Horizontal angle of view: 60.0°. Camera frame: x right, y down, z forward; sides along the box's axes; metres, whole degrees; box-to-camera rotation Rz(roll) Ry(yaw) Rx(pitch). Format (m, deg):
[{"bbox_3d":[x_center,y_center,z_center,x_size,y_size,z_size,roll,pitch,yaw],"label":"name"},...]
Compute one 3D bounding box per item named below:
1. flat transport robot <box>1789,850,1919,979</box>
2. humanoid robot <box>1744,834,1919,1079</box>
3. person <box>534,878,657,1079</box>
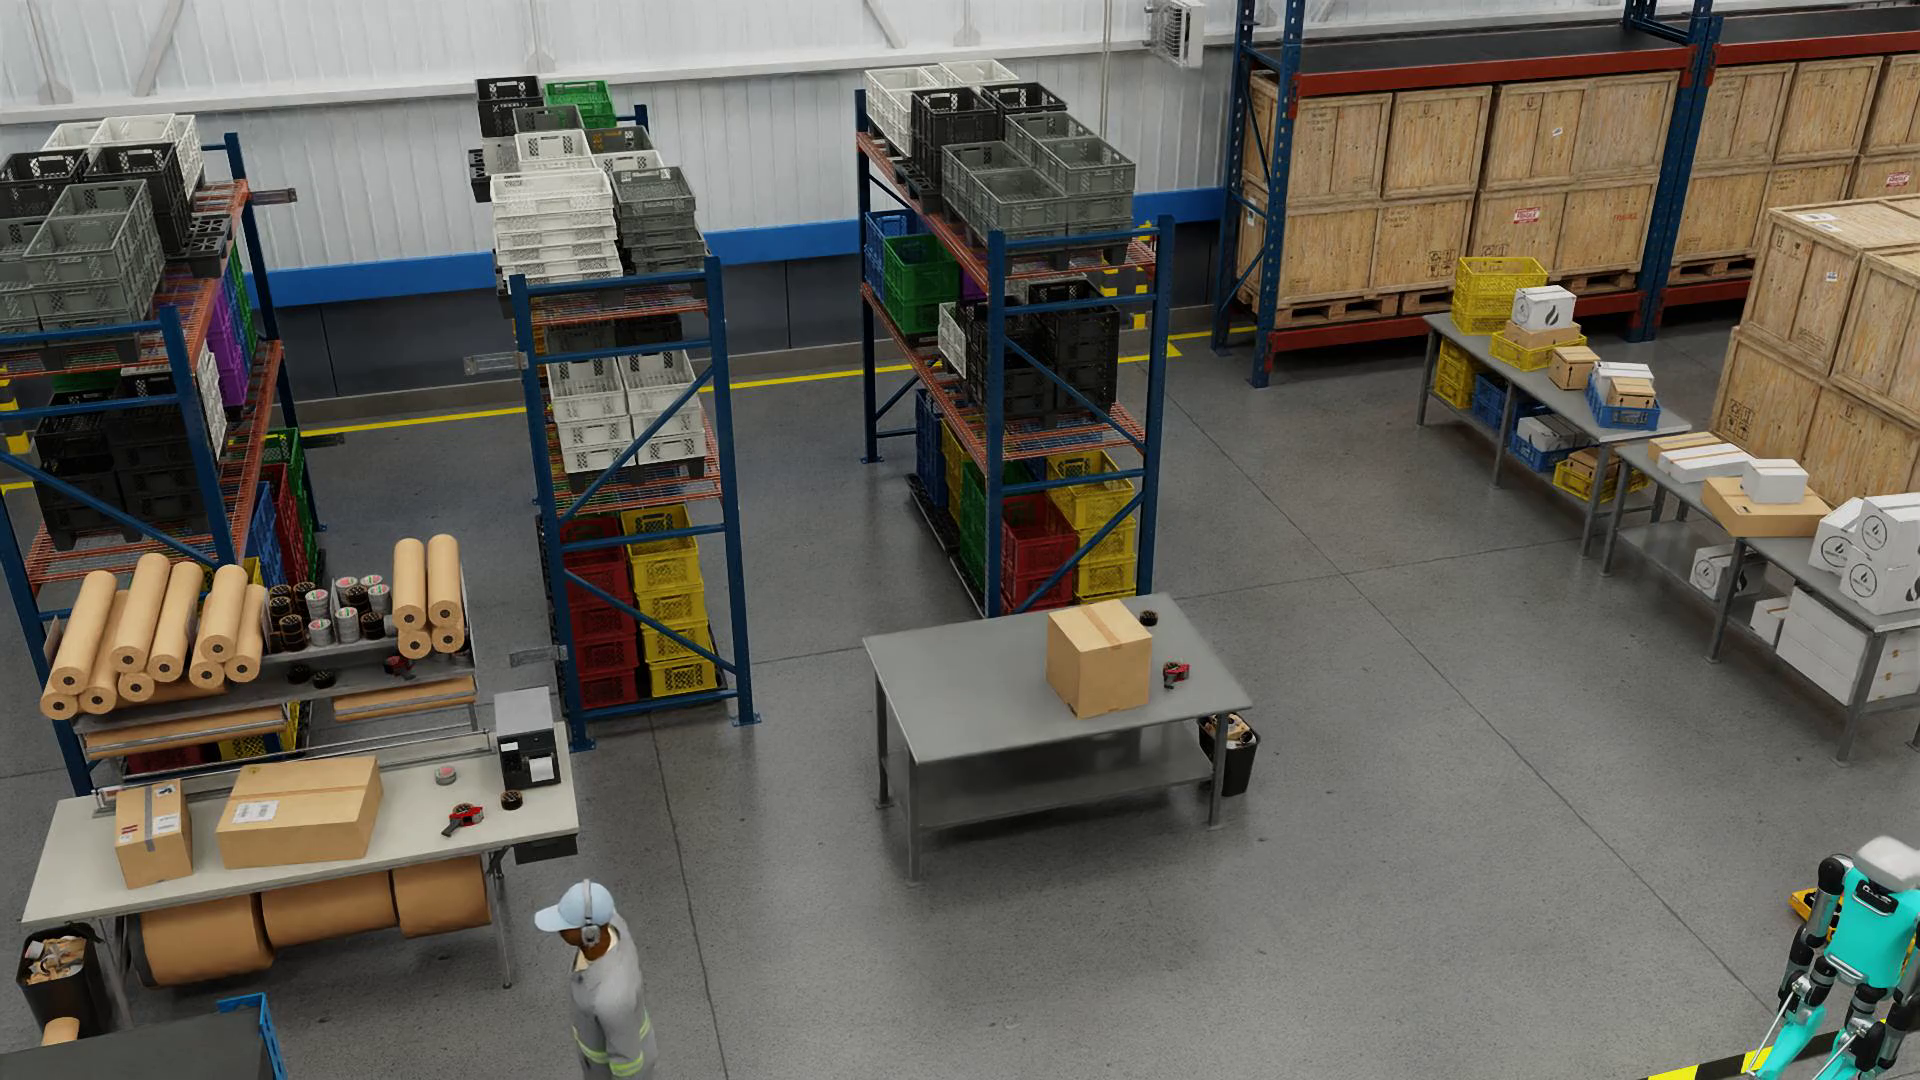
[{"bbox_3d":[5.163,1.916,8.676,1.431,0.231,0.659,-8,30,-14],"label":"flat transport robot"},{"bbox_3d":[3.498,2.014,6.829,0.735,1.681,0.533,-16,33,-27],"label":"humanoid robot"},{"bbox_3d":[-1.421,2.111,6.694,0.399,1.852,0.590,-9,30,-15],"label":"person"}]
